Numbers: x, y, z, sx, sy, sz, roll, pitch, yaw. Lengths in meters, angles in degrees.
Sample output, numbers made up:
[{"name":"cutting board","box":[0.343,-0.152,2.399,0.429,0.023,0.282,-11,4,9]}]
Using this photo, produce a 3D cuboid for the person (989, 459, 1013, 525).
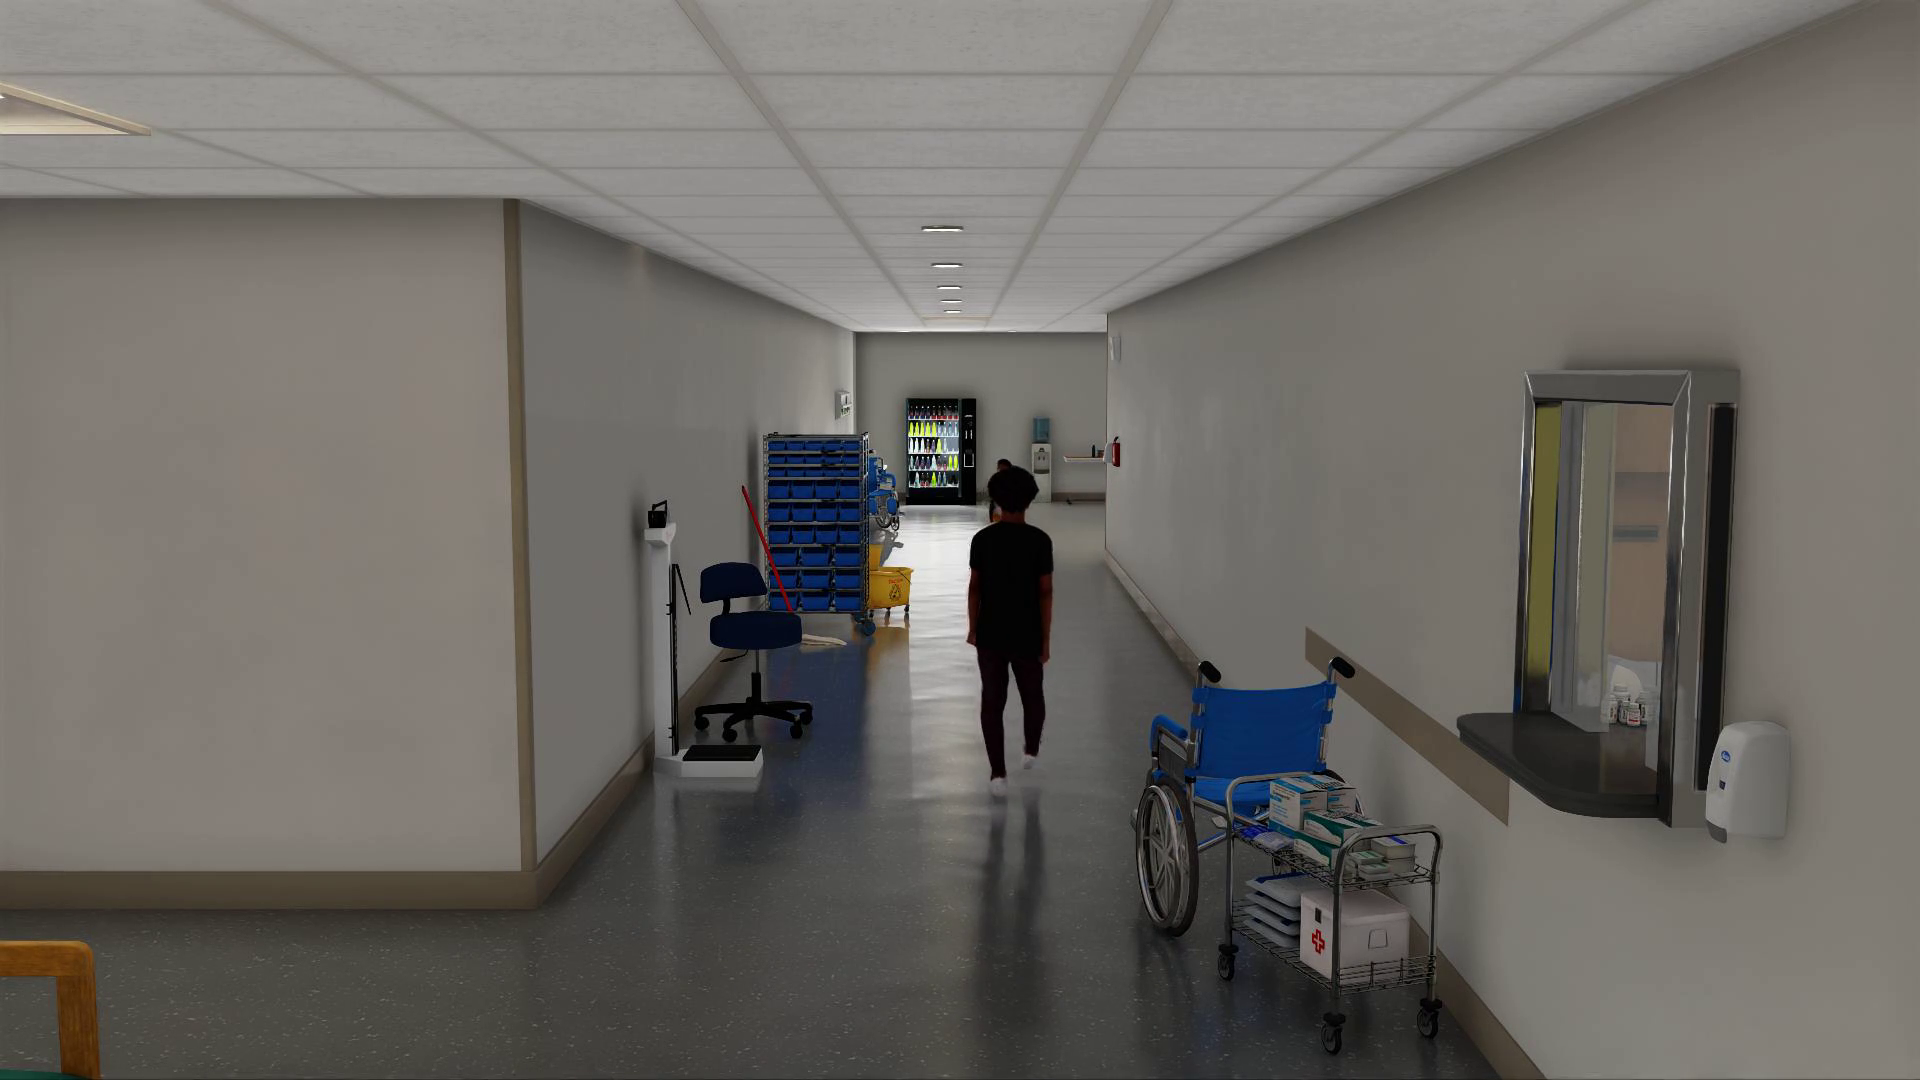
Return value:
[{"name":"person","box":[0.527,-0.335,19.716,0.583,1.269,0.668,3,6,28]}]

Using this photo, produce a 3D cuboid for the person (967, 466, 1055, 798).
[{"name":"person","box":[0.257,0.509,8.946,0.959,1.746,0.680,0,6,1]}]
